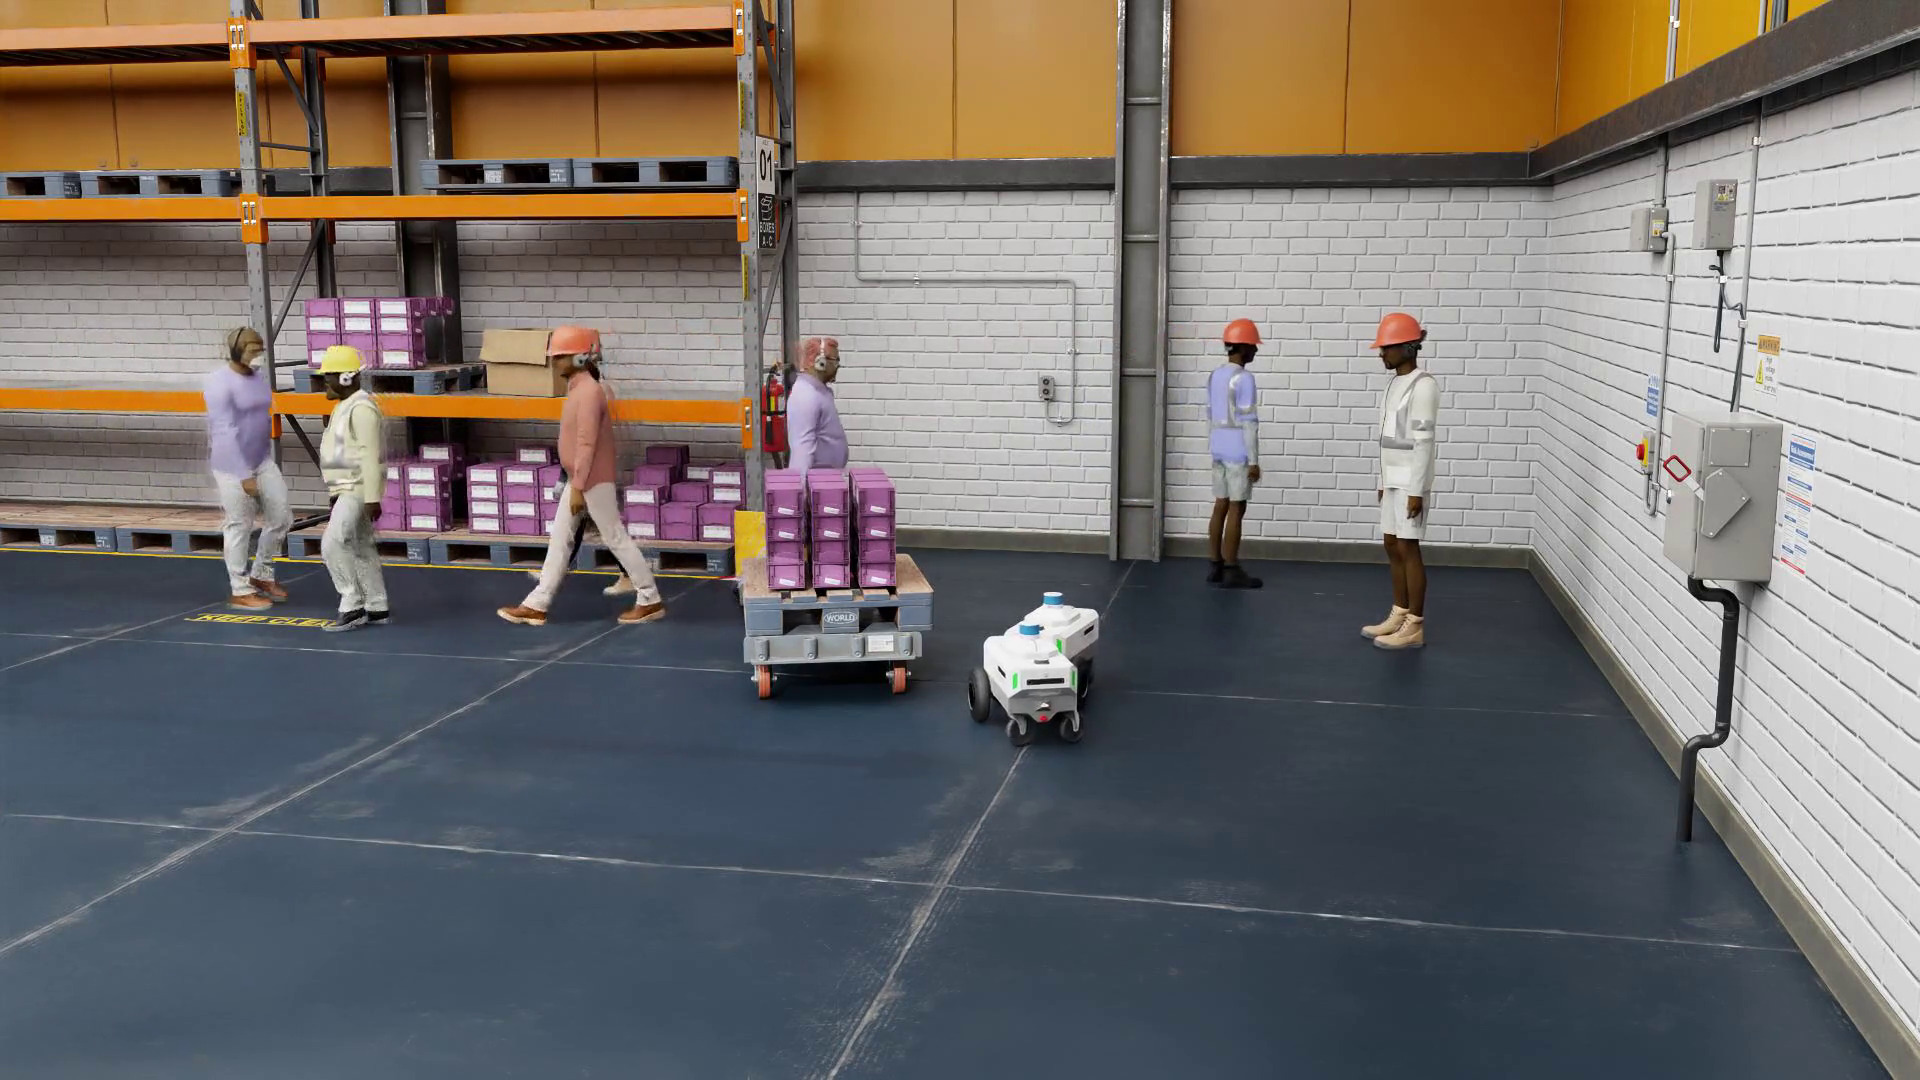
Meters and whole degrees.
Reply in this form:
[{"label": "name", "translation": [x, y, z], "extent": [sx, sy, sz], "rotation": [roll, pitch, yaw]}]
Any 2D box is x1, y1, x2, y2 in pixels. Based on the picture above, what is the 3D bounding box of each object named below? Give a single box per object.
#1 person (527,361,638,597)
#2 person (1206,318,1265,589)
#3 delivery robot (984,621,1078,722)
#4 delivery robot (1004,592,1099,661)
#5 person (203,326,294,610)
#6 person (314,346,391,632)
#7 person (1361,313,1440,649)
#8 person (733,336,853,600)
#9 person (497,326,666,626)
[{"label": "person", "translation": [-2.647, -0.425, 11.595], "extent": [0.864, 1.644, 0.548], "rotation": [1, 9, 5]}, {"label": "person", "translation": [1.996, -0.622, 11.971], "extent": [0.371, 1.936, 0.551], "rotation": [-4, 10, -20]}, {"label": "delivery robot", "translation": [0.342, 0.643, 8.215], "extent": [0.477, 0.478, 0.707], "rotation": [-2, 10, -10]}, {"label": "delivery robot", "translation": [0.499, 0.524, 8.936], "extent": [0.477, 0.478, 0.707], "rotation": [4, 10, 21]}, {"label": "person", "translation": [-4.730, -0.461, 11.065], "extent": [0.507, 1.912, 0.648], "rotation": [2, 10, 14]}, {"label": "person", "translation": [-3.912, -0.317, 10.514], "extent": [0.591, 1.805, 0.620], "rotation": [-5, 11, -29]}, {"label": "person", "translation": [2.664, -0.357, 10.114], "extent": [0.407, 2.029, 0.612], "rotation": [-1, 9, -7]}, {"label": "person", "translation": [-1.003, -0.382, 10.746], "extent": [0.932, 1.872, 0.660], "rotation": [-1, 9, -5]}, {"label": "person", "translation": [-2.394, -0.393, 10.612], "extent": [1.056, 1.937, 0.632], "rotation": [-4, 10, -24]}]
